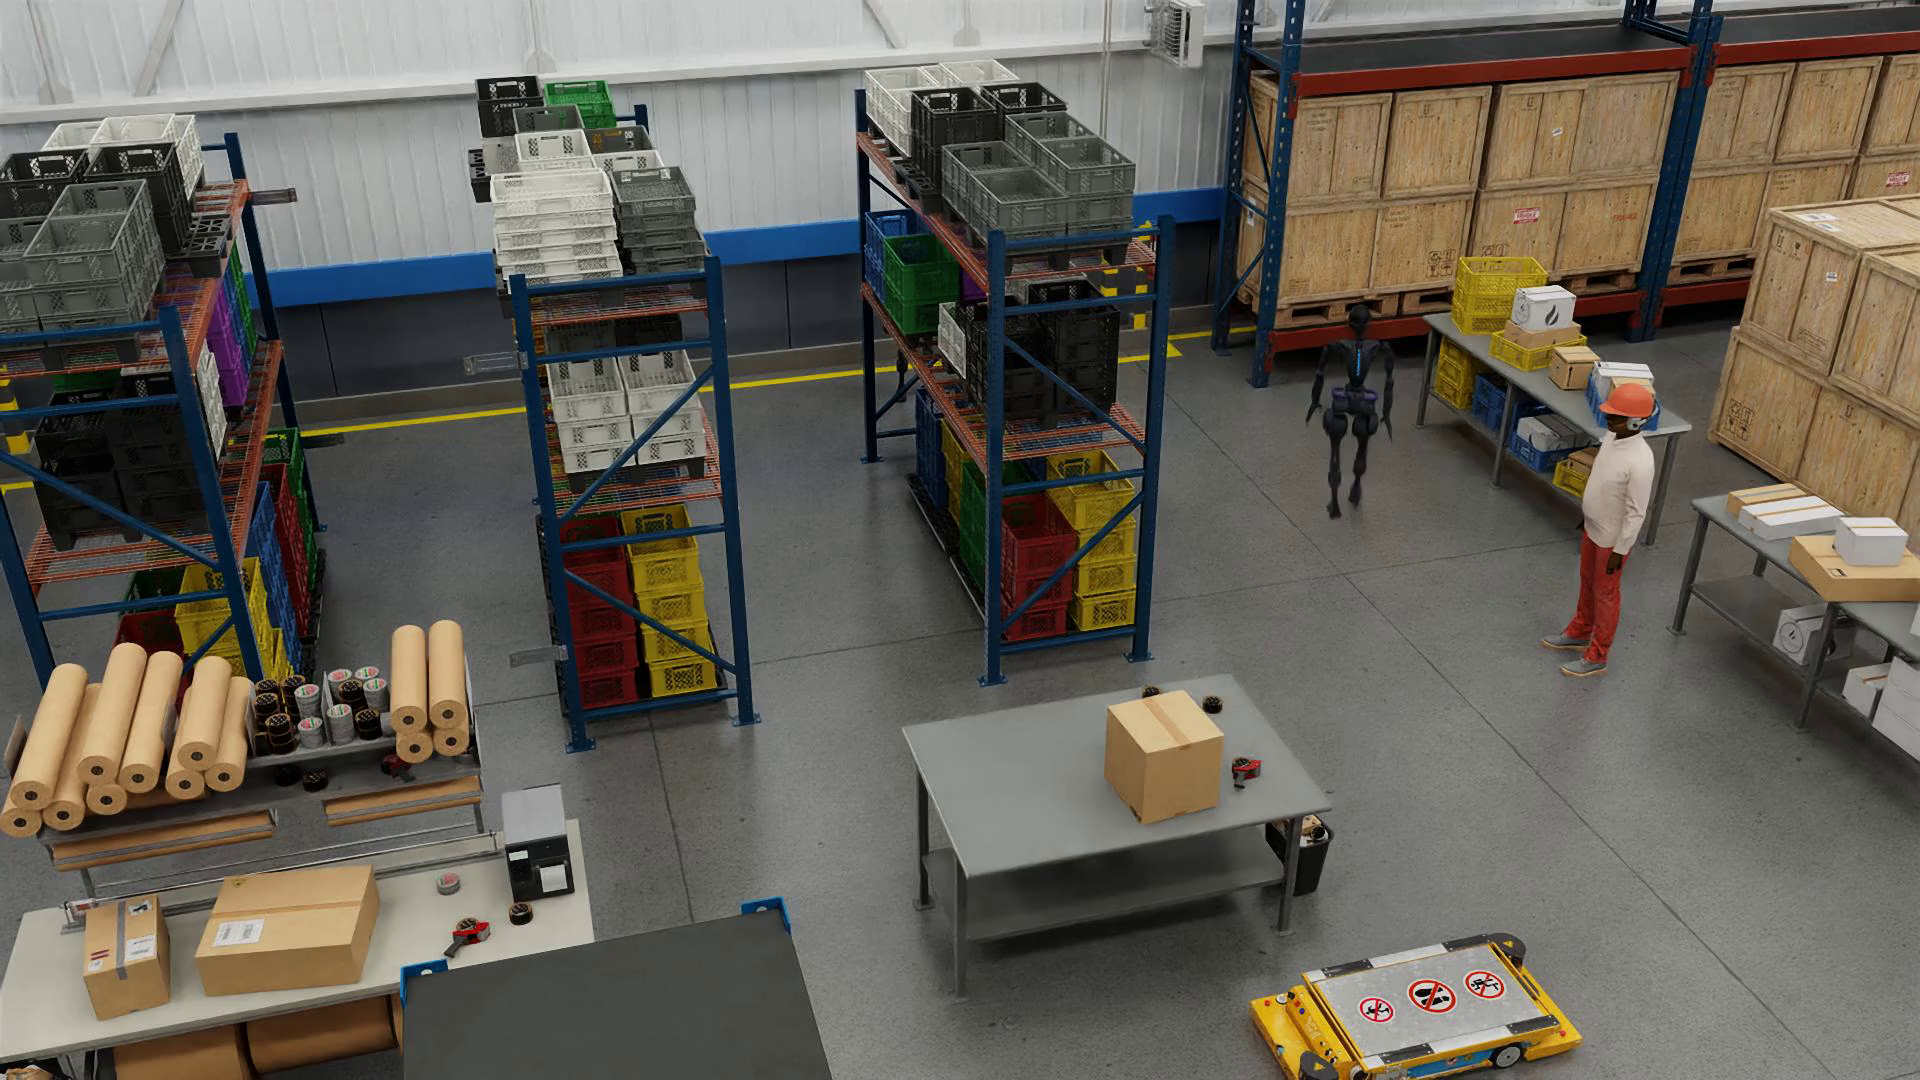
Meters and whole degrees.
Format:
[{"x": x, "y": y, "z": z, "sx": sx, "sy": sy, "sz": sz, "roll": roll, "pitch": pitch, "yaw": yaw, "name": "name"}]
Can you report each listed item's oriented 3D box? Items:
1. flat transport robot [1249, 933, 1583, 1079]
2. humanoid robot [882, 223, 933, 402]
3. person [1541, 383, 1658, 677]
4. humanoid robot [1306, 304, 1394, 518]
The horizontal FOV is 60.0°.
[{"x": 2.184, "y": 2.282, "z": 7.980, "sx": 1.431, "sy": 0.197, "sz": 0.652, "roll": -8, "pitch": 30, "yaw": -14, "name": "flat transport robot"}, {"x": -0.376, "y": -2.000, "z": 14.325, "sx": 0.609, "sy": 1.656, "sz": 0.313, "roll": -8, "pitch": 30, "yaw": -14, "name": "humanoid robot"}, {"x": 4.073, "y": -0.065, "z": 10.490, "sx": 0.375, "sy": 1.995, "sz": 0.608, "roll": -1, "pitch": 29, "yaw": -1, "name": "person"}, {"x": 2.940, "y": -0.997, "z": 12.519, "sx": 0.628, "sy": 1.648, "sz": 0.573, "roll": 5, "pitch": 29, "yaw": 8, "name": "humanoid robot"}]
